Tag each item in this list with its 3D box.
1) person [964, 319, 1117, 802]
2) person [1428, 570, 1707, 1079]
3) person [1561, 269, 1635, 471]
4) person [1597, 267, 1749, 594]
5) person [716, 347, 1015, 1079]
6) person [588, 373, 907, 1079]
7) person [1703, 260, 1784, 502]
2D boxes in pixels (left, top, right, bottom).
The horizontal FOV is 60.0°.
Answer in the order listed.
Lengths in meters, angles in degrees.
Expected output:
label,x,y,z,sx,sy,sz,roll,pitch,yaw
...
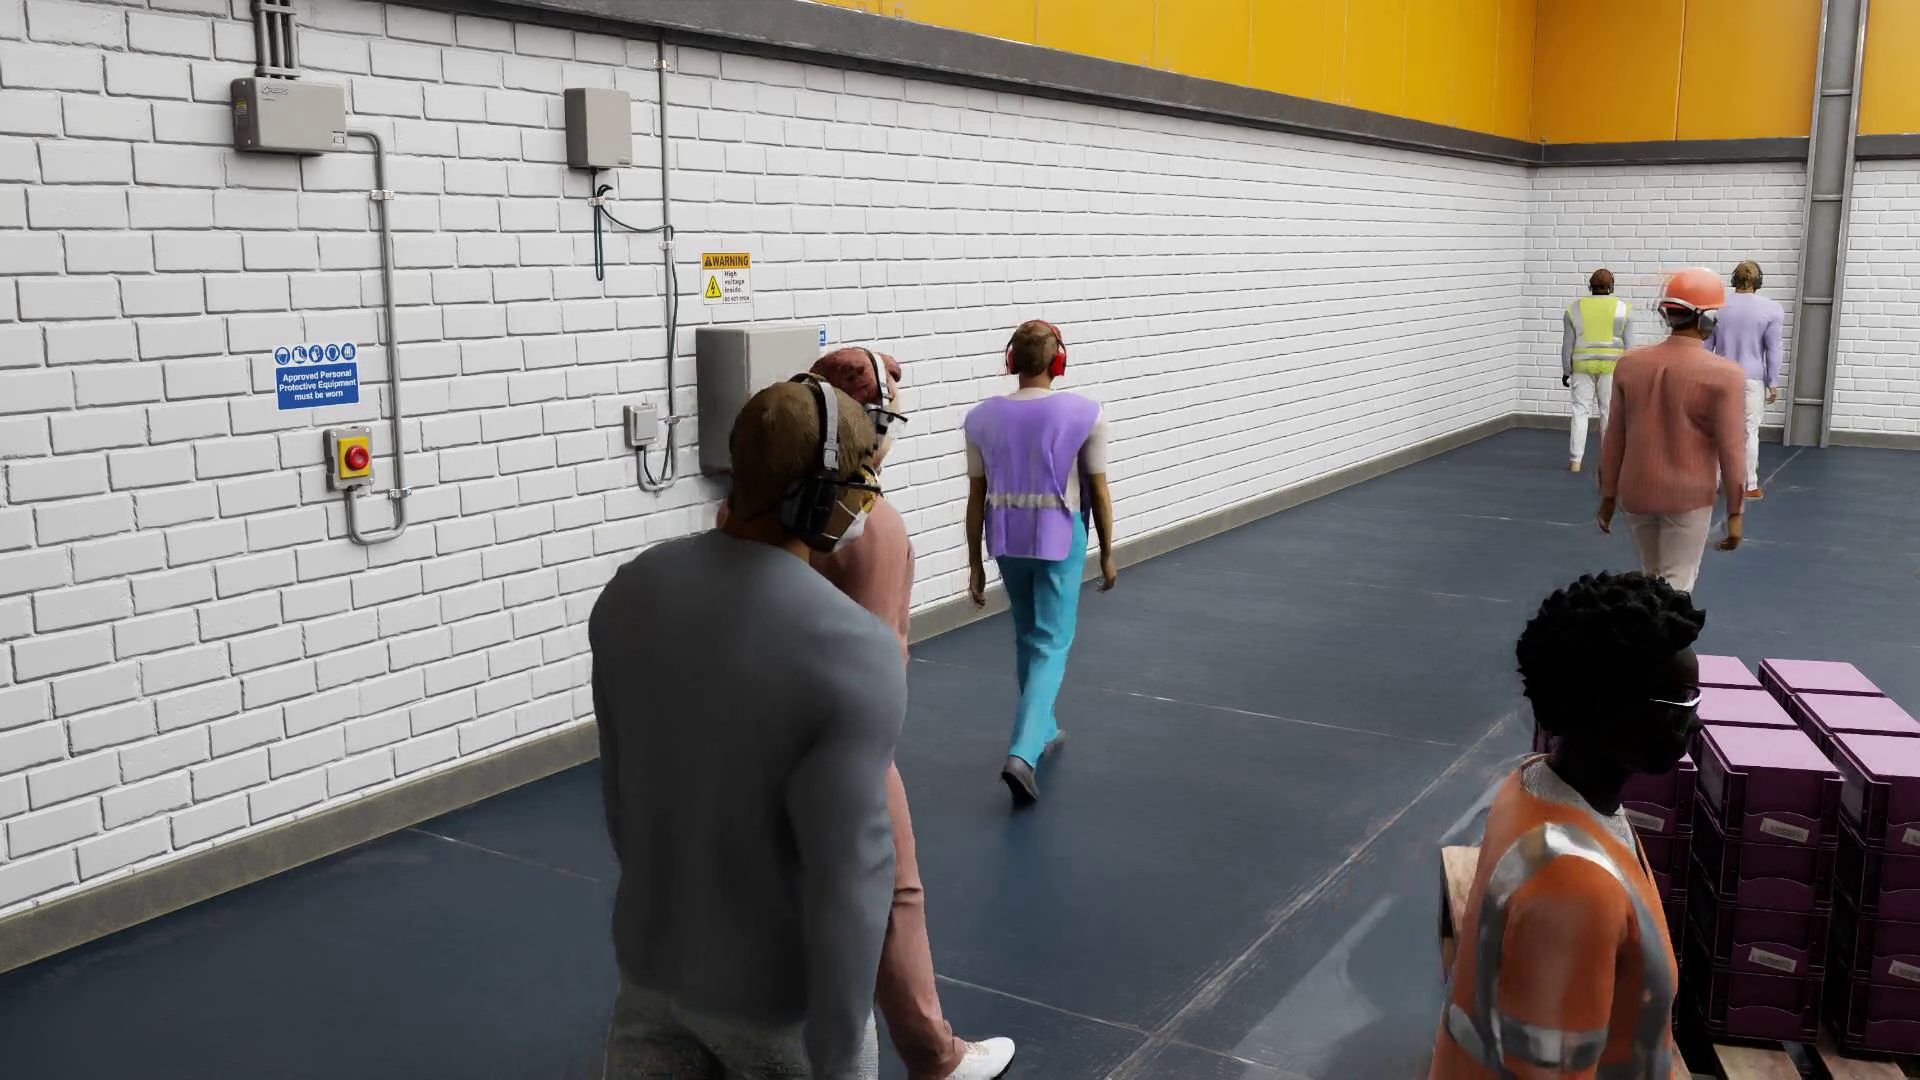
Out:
label,x,y,z,sx,sy,sz,roll,pitch,yaw
person,0.277,0.057,6.412,0.566,1.811,0.947,4,11,23
person,0.781,0.857,2.315,0.600,1.681,0.549,3,11,17
person,5.787,-1.533,15.113,0.619,1.845,0.430,5,11,24
person,3.128,-0.186,7.248,0.528,1.977,0.653,-7,12,-33
person,-0.287,0.489,3.868,0.900,1.856,0.689,-10,14,-43
person,-0.420,0.711,2.524,0.644,1.911,0.780,7,12,33
person,6.286,-1.281,13.448,0.630,1.938,0.369,8,13,38
